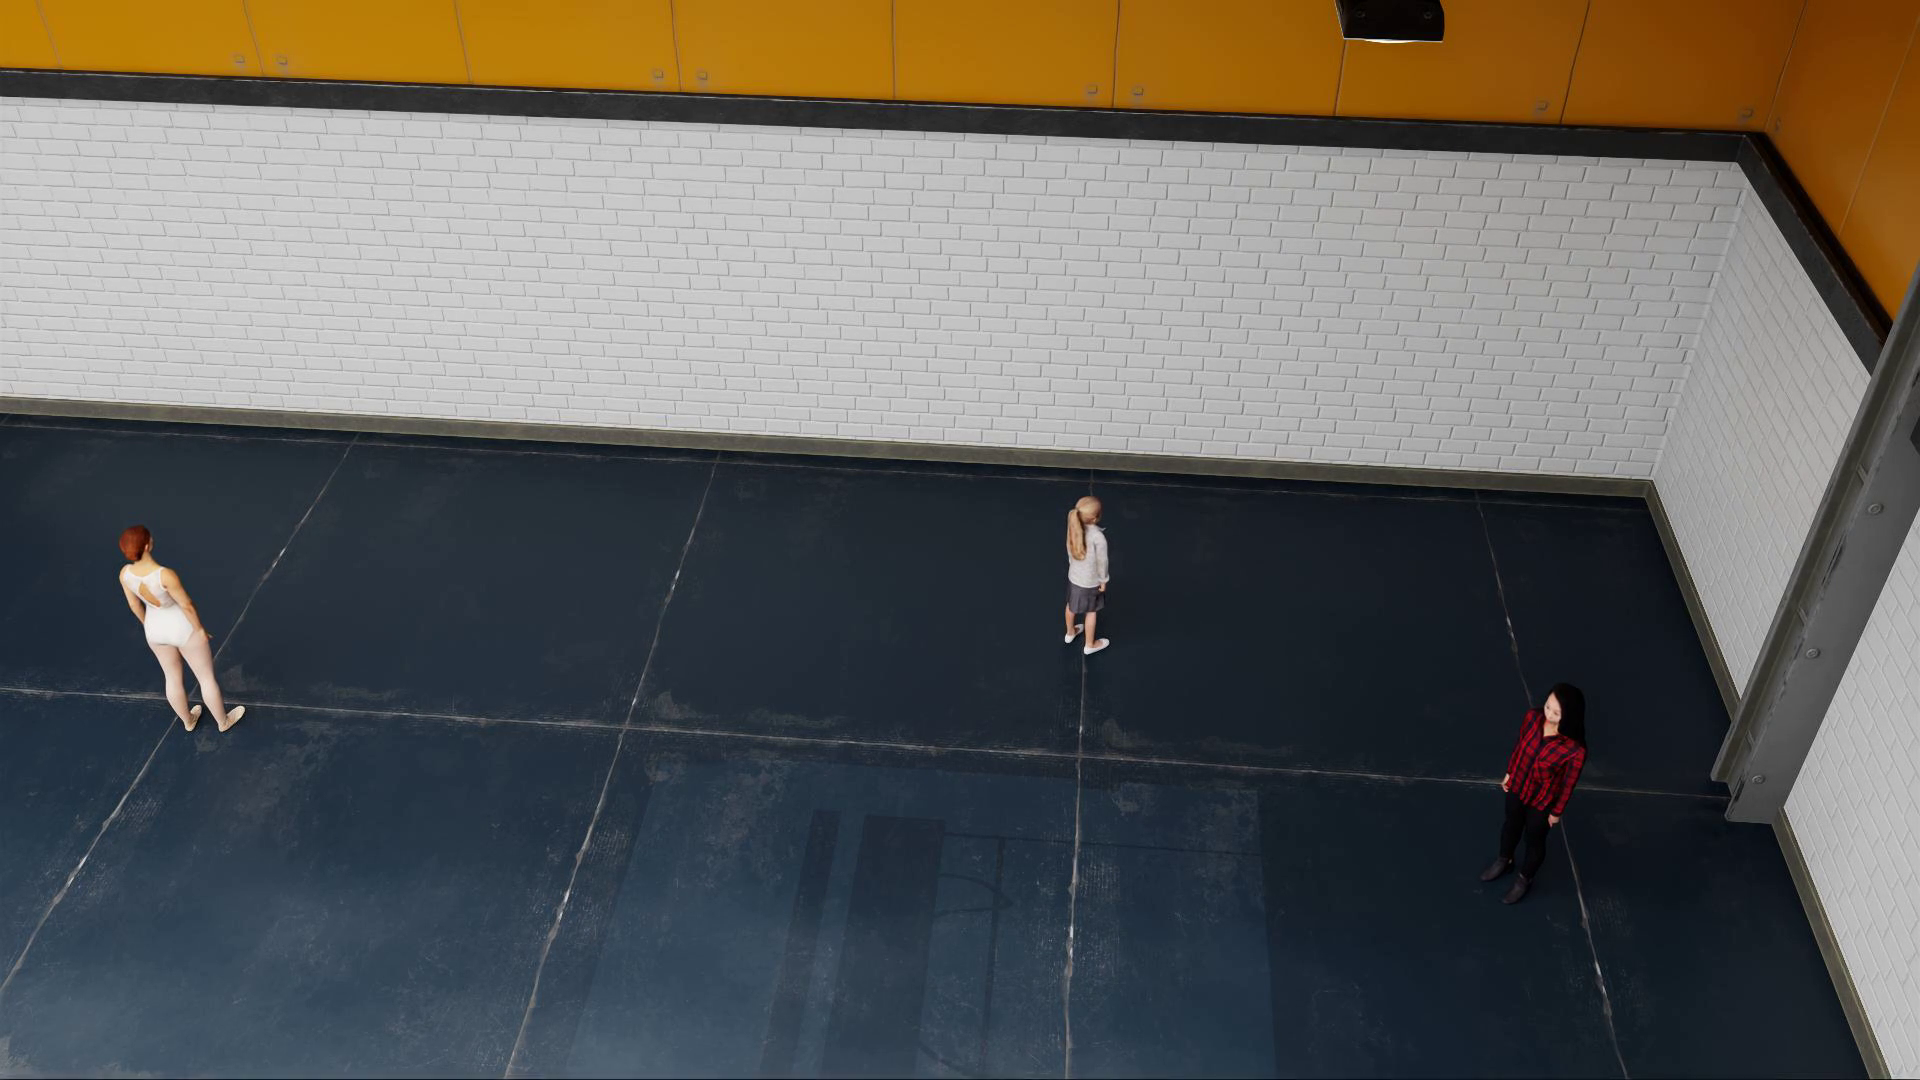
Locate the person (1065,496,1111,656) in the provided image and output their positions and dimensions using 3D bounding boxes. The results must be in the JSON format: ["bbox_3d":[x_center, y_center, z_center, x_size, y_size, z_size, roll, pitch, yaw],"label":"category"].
[{"bbox_3d":[0.853,0.220,11.240,0.656,1.276,0.601,-32,48,-33],"label":"person"}]

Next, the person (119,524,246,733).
[{"bbox_3d":[-4.971,0.574,10.501,0.548,1.644,0.465,4,39,5],"label":"person"}]

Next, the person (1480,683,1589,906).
[{"bbox_3d":[3.286,1.412,9.447,0.718,1.652,0.626,-20,43,-23],"label":"person"}]
